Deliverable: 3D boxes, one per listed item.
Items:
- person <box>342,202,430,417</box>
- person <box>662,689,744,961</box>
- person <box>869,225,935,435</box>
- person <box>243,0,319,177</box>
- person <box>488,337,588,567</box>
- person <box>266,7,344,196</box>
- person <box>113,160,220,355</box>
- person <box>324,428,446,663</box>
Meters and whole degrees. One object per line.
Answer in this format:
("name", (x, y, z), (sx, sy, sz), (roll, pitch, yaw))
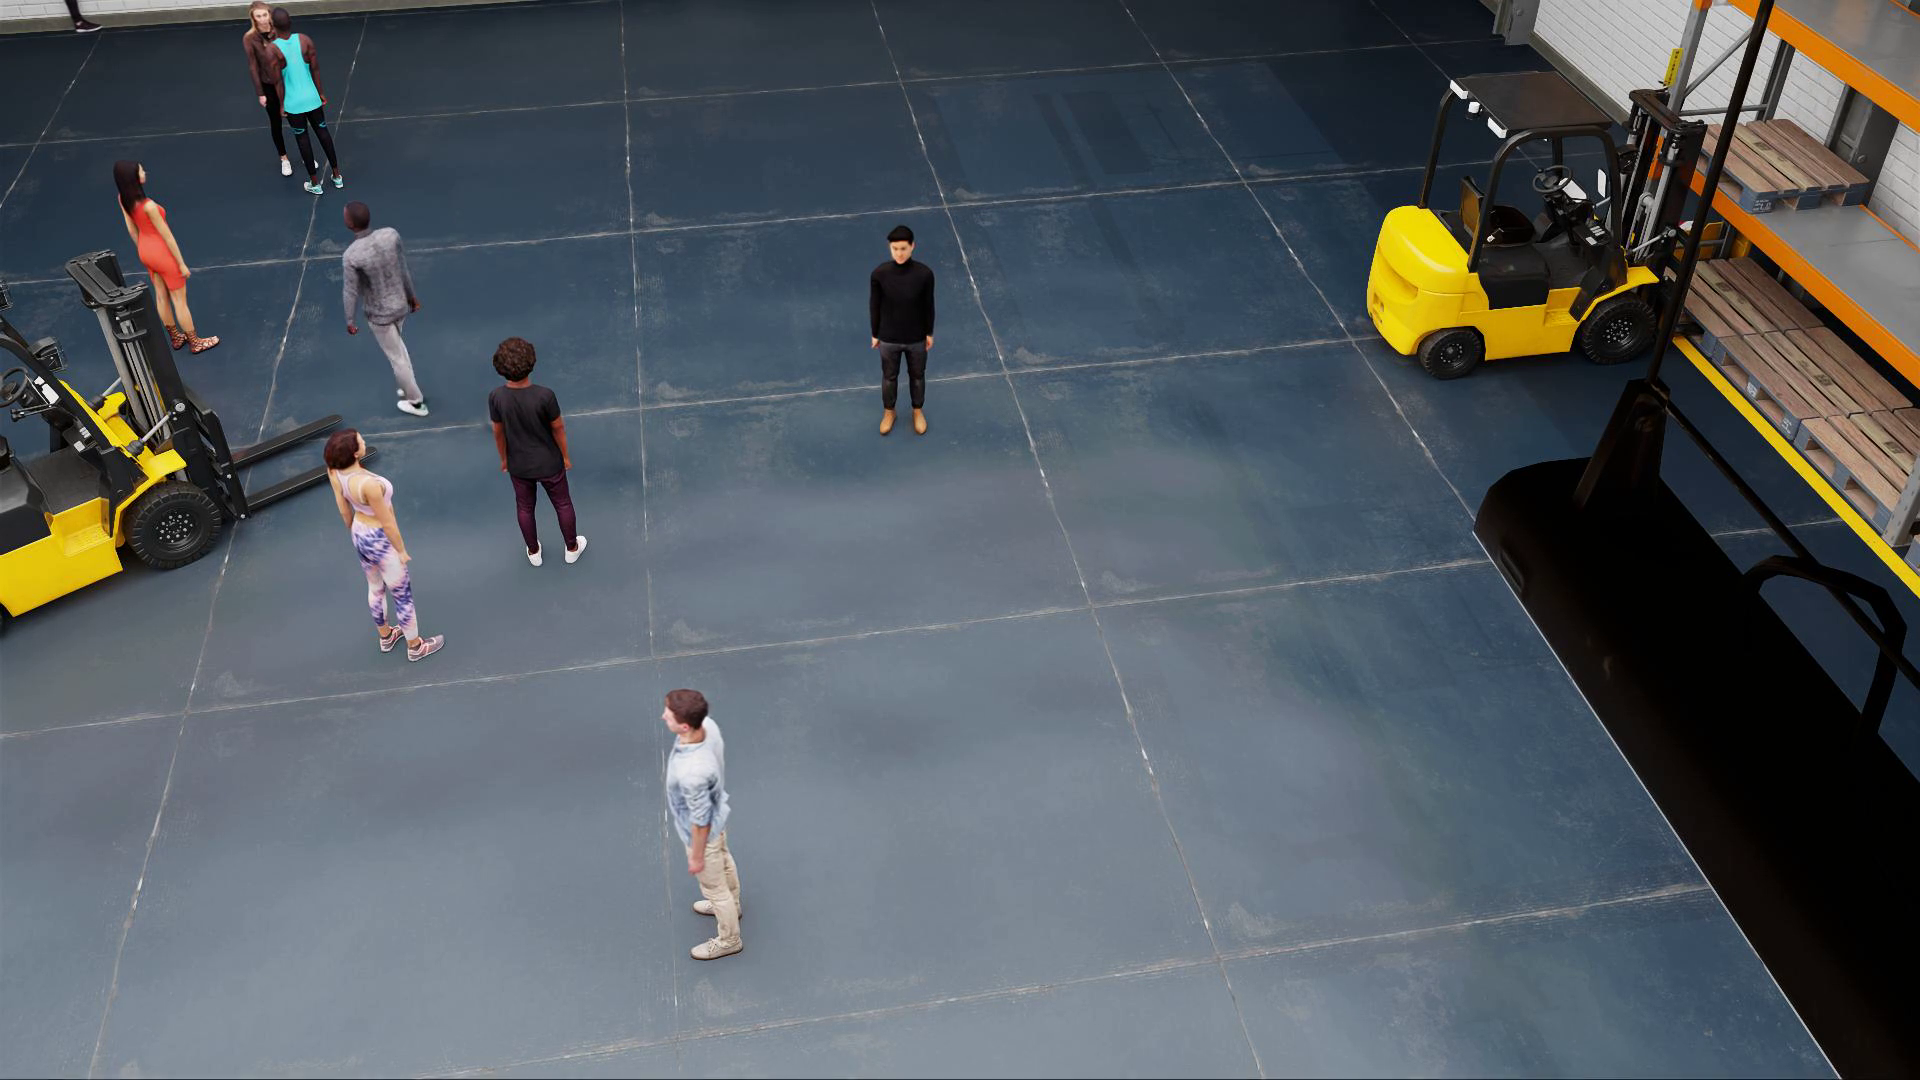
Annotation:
("person", (-4.328, -1.733, 12.737), (0.905, 1.824, 0.825), (20, 43, 23))
("person", (-1.337, 1.478, 8.697), (0.739, 1.847, 0.516), (-1, 39, -2))
("person", (-0.435, -1.603, 12.655), (0.678, 1.723, 0.595), (0, 39, 0))
("person", (-6.633, -4.418, 16.196), (0.666, 1.703, 0.635), (-21, 43, -24))
("person", (-2.909, -0.586, 11.334), (0.638, 1.782, 0.563), (-4, 39, -5))
("person", (-6.248, -4.171, 15.800), (0.678, 1.811, 0.674), (-27, 46, -30))
("person", (-6.513, -2.300, 13.531), (0.672, 1.719, 0.704), (17, 42, 20))
("person", (-3.705, 0.026, 10.581), (0.678, 1.767, 0.720), (19, 42, 22))
